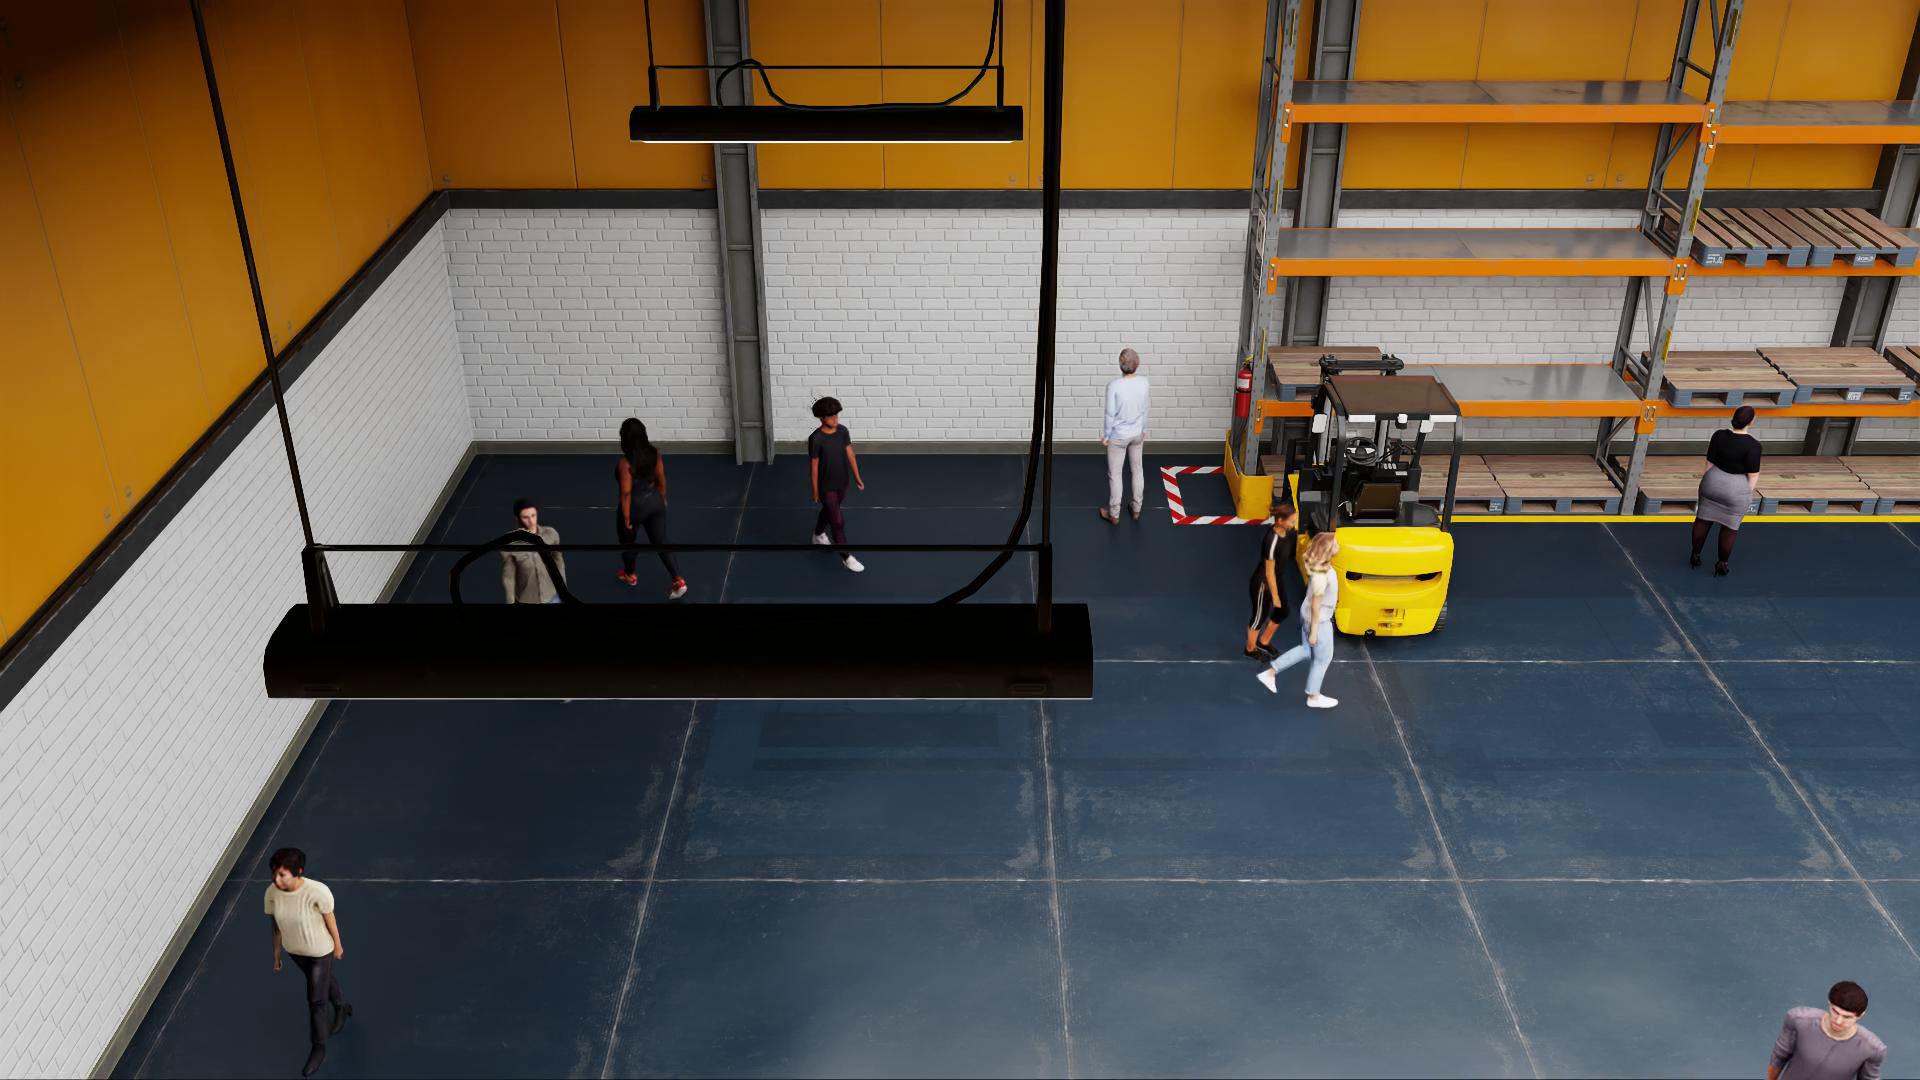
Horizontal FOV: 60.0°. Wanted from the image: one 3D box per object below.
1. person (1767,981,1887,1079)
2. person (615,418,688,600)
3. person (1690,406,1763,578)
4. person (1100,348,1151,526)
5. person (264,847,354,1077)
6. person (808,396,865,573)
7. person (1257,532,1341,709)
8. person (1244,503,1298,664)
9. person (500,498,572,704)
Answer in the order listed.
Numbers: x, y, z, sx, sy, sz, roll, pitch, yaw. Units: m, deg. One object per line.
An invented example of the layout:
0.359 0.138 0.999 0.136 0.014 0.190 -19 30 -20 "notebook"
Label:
4.826 3.124 9.367 0.900 1.818 0.958 24 37 37 "person"
-2.922 -0.257 15.606 1.249 1.779 1.200 26 38 38 "person"
7.383 -0.478 16.030 0.825 1.760 0.773 -24 36 -36 "person"
1.696 -1.066 16.969 0.653 1.894 0.792 -11 30 -19 "person"
-4.115 2.570 10.649 0.843 1.563 0.785 7 29 13 "person"
-1.299 -0.603 16.276 1.167 1.744 1.072 23 36 36 "person"
2.894 0.679 13.966 0.909 1.706 0.624 1 29 2 "person"
2.630 0.362 14.610 0.763 1.646 0.733 13 31 22 "person"
-3.646 0.451 14.242 1.164 1.842 1.103 -15 32 -26 "person"
